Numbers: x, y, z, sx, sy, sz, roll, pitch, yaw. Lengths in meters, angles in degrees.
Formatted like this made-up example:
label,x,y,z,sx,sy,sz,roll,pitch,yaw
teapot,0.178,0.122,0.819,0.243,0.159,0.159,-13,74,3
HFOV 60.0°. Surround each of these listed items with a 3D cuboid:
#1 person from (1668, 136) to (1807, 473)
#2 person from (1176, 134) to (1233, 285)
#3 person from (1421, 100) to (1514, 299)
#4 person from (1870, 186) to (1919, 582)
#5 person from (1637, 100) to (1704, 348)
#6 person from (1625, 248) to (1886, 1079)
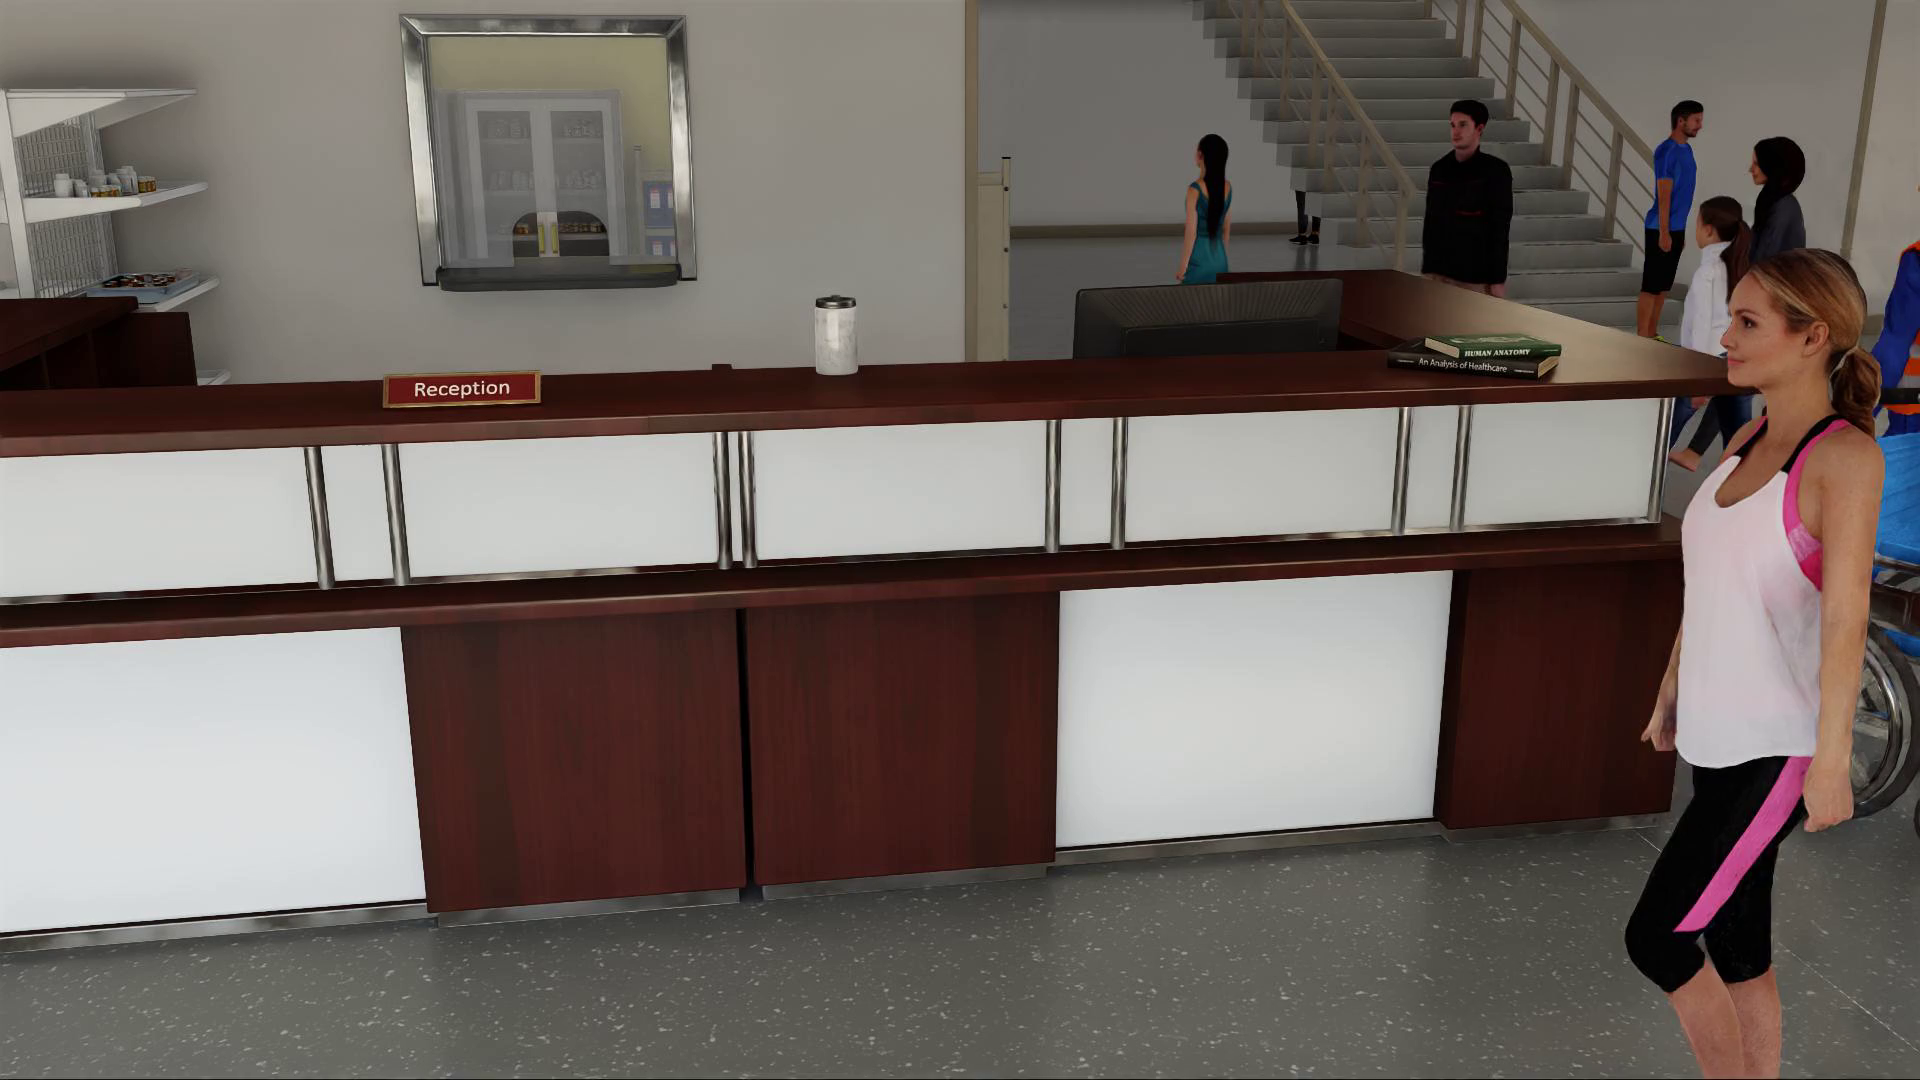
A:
label,x,y,z,sx,sy,sz,roll,pitch,yaw
person,4.189,-1.113,8.388,1.028,1.721,1.158,4,16,14
person,1.593,-1.768,10.778,0.621,1.686,0.619,-11,19,-34
person,2.796,-1.421,9.151,1.165,1.901,1.191,-15,22,-42
person,3.373,-0.389,5.631,1.009,1.824,1.336,-10,19,-32
person,5.255,-2.316,12.387,0.755,1.868,0.705,12,20,37
person,1.516,0.388,2.973,0.744,1.771,0.621,0,16,2
